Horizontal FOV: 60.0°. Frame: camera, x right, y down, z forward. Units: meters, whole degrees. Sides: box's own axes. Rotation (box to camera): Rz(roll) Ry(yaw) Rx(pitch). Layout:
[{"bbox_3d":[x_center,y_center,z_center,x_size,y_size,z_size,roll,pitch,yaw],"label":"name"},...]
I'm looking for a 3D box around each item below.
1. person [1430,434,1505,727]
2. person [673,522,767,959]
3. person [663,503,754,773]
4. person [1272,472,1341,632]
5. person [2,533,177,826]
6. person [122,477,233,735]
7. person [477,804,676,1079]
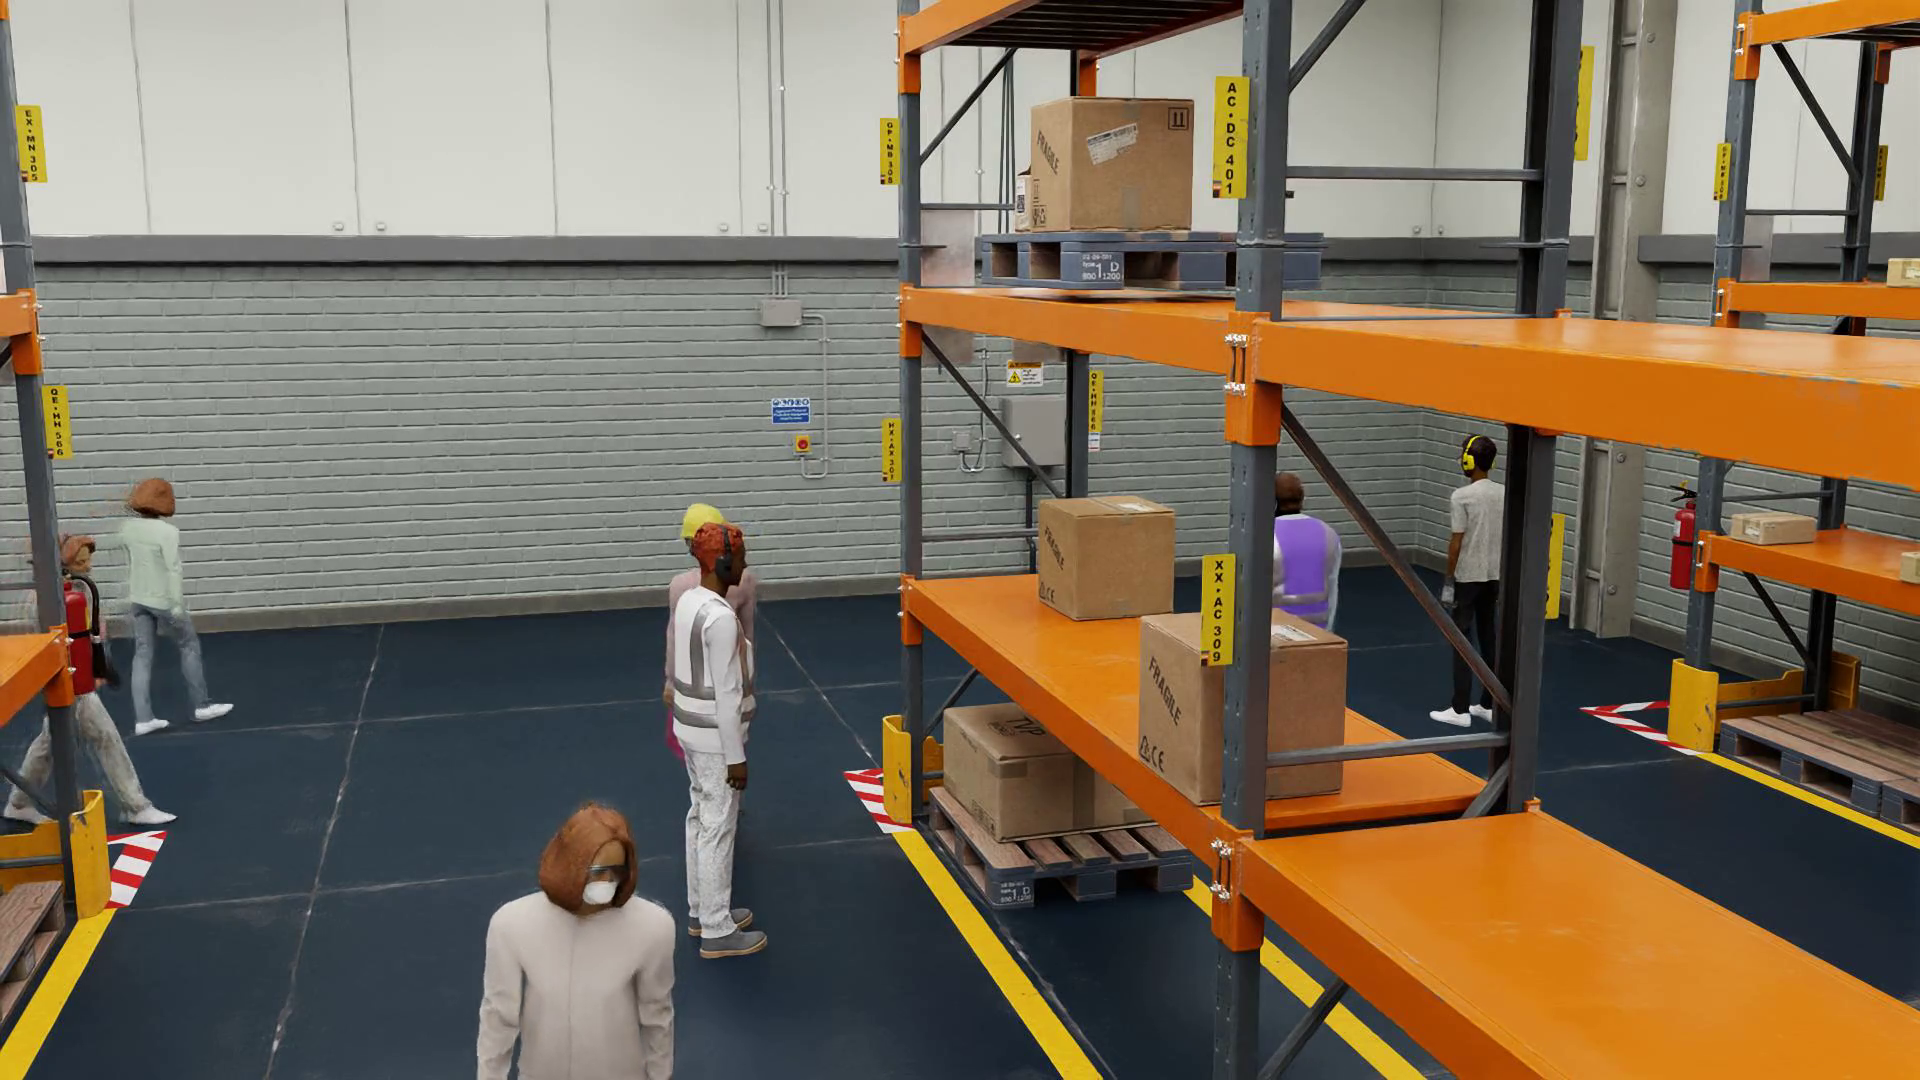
[{"bbox_3d":[3.288,0.261,10.614,0.513,1.857,0.315,-5,11,-28],"label":"person"},{"bbox_3d":[-1.049,0.854,7.177,0.359,1.880,0.575,-4,11,-24],"label":"person"},{"bbox_3d":[-1.287,0.680,8.512,0.343,1.755,0.552,10,14,44],"label":"person"},{"bbox_3d":[1.774,0.539,9.125,0.625,1.828,0.431,-4,11,-23],"label":"person"},{"bbox_3d":[-4.611,0.742,8.621,0.849,1.592,0.556,-3,10,-16],"label":"person"},{"bbox_3d":[-4.999,0.395,10.551,0.512,1.607,0.709,4,11,23],"label":"person"},{"bbox_3d":[-1.015,1.454,4.510,0.516,1.603,0.728,-1,10,-3],"label":"person"}]
